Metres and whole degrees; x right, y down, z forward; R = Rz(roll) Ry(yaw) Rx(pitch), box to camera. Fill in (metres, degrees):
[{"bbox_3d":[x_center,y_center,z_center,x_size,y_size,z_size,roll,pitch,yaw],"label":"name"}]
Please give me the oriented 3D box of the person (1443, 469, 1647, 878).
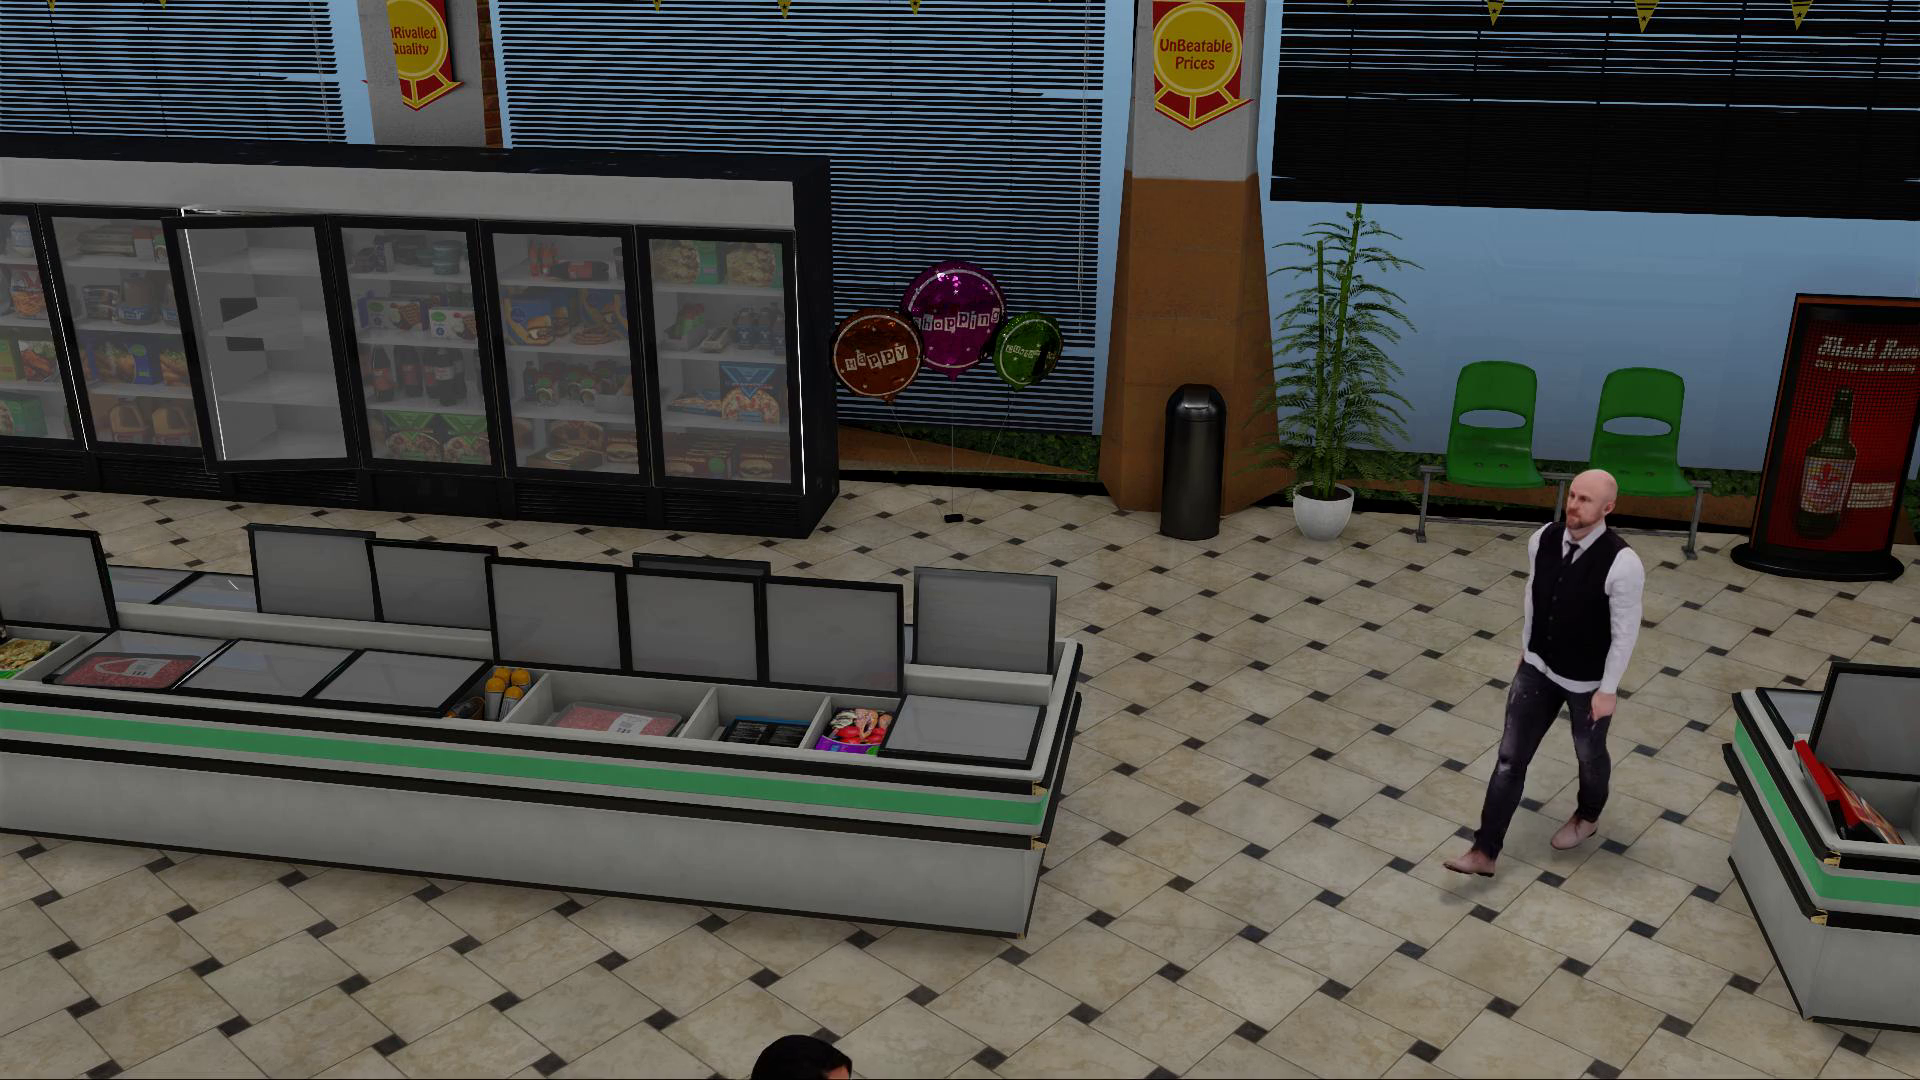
[{"bbox_3d":[2.598,0.573,6.945,1.259,1.769,1.217,-16,27,-35],"label":"person"}]
